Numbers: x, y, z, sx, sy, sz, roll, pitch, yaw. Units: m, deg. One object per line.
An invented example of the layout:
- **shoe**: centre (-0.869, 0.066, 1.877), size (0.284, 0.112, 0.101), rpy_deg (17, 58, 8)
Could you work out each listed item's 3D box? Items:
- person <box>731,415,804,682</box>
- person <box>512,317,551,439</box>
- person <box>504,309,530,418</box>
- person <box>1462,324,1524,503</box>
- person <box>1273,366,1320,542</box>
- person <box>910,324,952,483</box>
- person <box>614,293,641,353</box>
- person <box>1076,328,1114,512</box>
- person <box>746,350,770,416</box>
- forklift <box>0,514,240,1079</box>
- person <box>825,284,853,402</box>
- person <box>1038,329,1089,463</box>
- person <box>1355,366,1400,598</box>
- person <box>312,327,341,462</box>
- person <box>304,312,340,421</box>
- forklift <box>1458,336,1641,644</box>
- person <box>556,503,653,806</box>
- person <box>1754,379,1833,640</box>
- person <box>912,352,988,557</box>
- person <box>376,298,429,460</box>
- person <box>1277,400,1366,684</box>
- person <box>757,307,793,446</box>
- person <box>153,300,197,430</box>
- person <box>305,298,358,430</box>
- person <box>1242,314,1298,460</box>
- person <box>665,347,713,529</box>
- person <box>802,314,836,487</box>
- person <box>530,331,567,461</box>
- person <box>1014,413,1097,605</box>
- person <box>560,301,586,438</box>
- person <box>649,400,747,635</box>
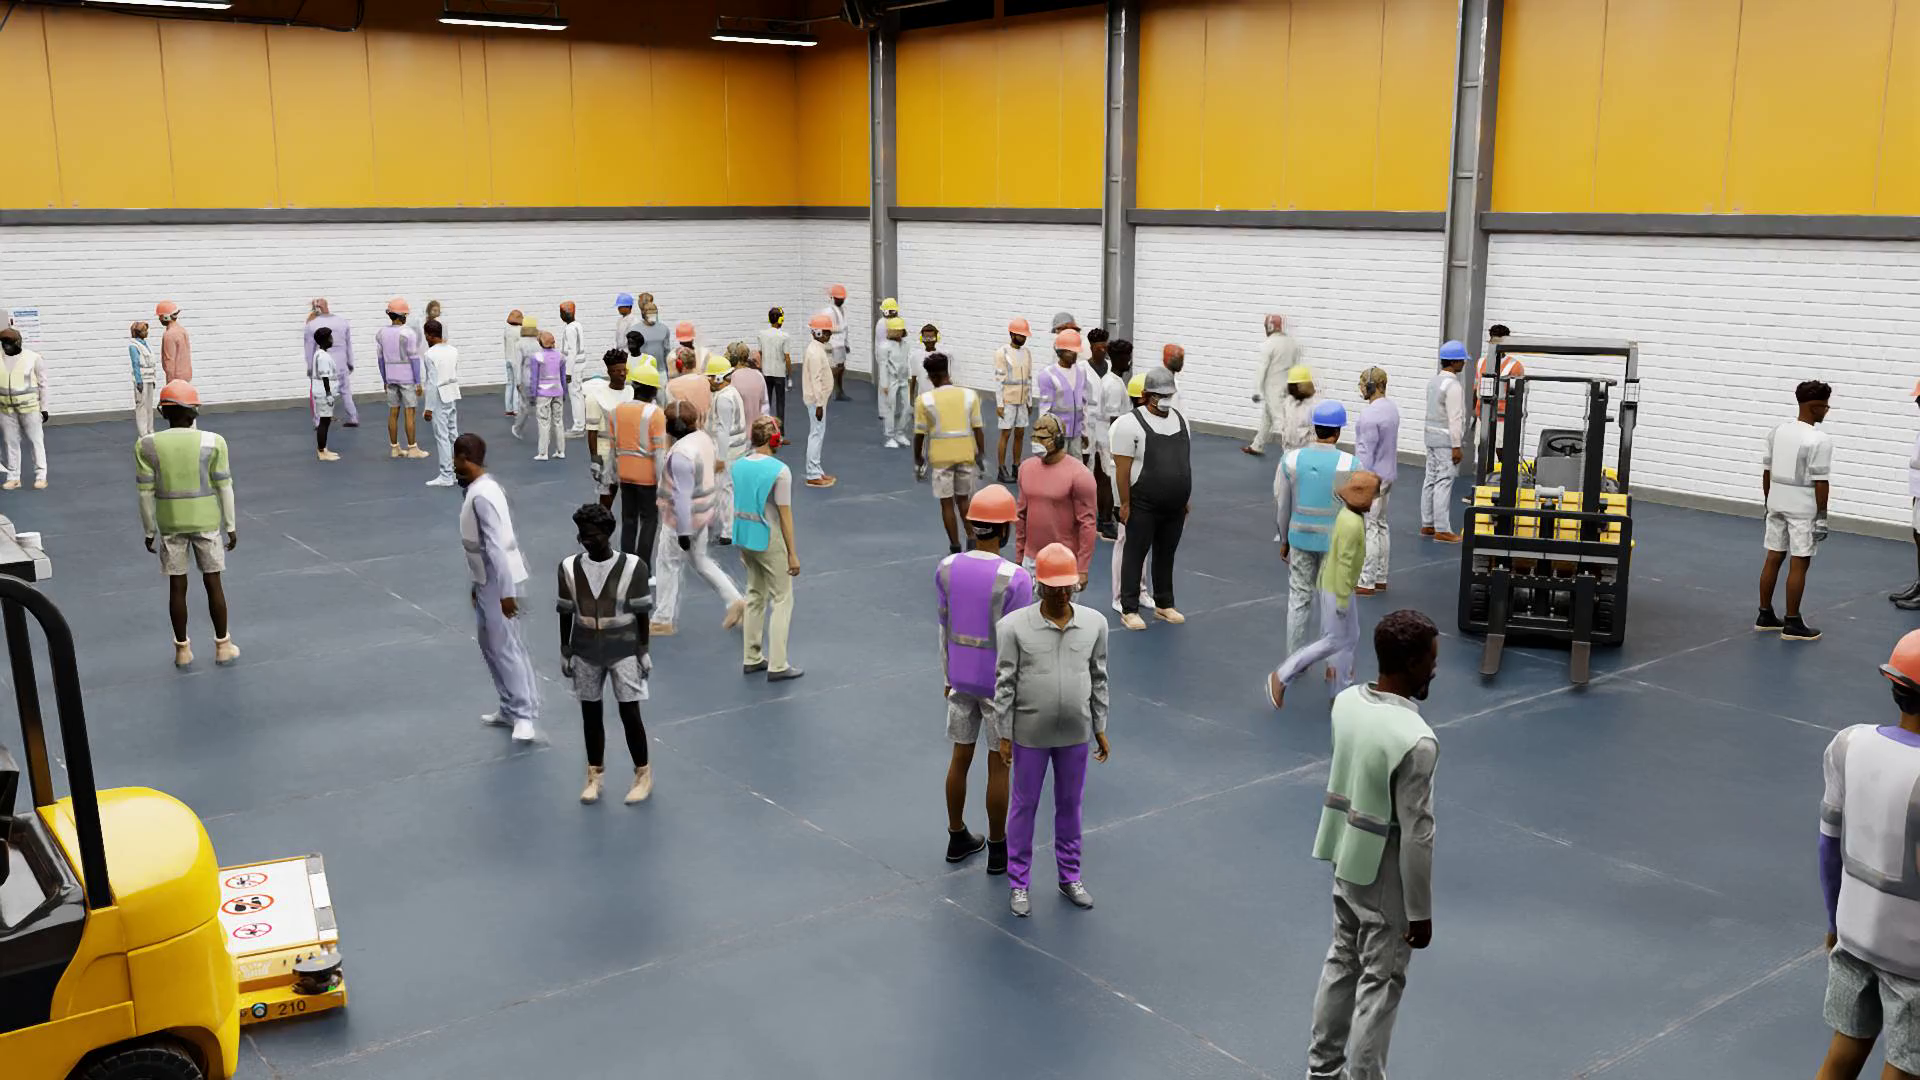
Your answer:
- **person**: centre (-1.358, 0.060, 11.455), size (0.389, 1.830, 0.584), rpy_deg (-11, 16, -44)
- **person**: centre (-5.825, -2.176, 22.591), size (0.505, 1.692, 0.894), rpy_deg (-7, 14, -31)
- **person**: centre (-6.714, -2.663, 25.129), size (0.512, 1.623, 0.321), rpy_deg (11, 16, 43)
- **person**: centre (5.736, -1.338, 17.876), size (0.365, 1.966, 0.608), rpy_deg (-8, 14, -33)
- **person**: centre (3.222, -0.793, 15.818), size (0.447, 1.727, 0.497), rpy_deg (-10, 15, -40)
- **person**: centre (-0.331, -1.587, 19.349), size (0.510, 1.861, 0.324), rpy_deg (0, 12, 0)
- **person**: centre (-4.772, -2.583, 23.969), size (0.409, 1.942, 0.609), rpy_deg (-8, 14, -35)
- **person**: centre (1.419, -1.242, 17.413), size (0.611, 1.964, 0.364), rpy_deg (-7, 13, -30)
- **person**: centre (-2.283, -1.304, 18.540), size (0.325, 1.629, 0.523), rpy_deg (-3, 12, -16)
- **forklift**: centre (-3.687, 1.115, 5.480), size (2.313, 2.155, 1.214), rpy_deg (-9, 15, -36)
- **person**: centre (-2.001, -3.176, 26.877), size (0.504, 1.916, 0.569), rpy_deg (4, 12, 18)
- **person**: centre (1.048, -1.064, 16.408), size (0.611, 2.032, 0.411), rpy_deg (-10, 15, -39)
- **person**: centre (3.434, -0.481, 13.844), size (0.381, 1.929, 0.636), rpy_deg (7, 14, 32)
- **person**: centre (-7.996, -1.837, 20.970), size (0.321, 1.693, 0.539), rpy_deg (-5, 13, -25)
- **person**: centre (-9.472, -2.560, 24.592), size (0.497, 1.632, 0.289), rpy_deg (7, 14, 31)
- **forklift**: centre (4.683, -0.471, 13.136), size (1.214, 2.155, 2.313), rpy_deg (4, 12, 20)
- **person**: centre (-1.942, 0.619, 9.116), size (0.538, 1.686, 0.320), rpy_deg (1, 12, 6)
- **person**: centre (6.311, -0.233, 12.545), size (0.363, 1.962, 0.612), rpy_deg (-3, 12, -15)
- **person**: centre (-0.102, -0.728, 15.029), size (0.642, 1.920, 0.537), rpy_deg (-4, 12, -18)
- **person**: centre (-7.059, -2.033, 21.047), size (0.607, 2.044, 0.379), rpy_deg (4, 12, 20)
- **person**: centre (2.480, 0.011, 11.405), size (0.612, 1.946, 0.405), rpy_deg (7, 14, 32)
- **person**: centre (-2.470, -2.177, 22.208), size (0.527, 1.857, 0.332), rpy_deg (5, 13, 21)
- **person**: centre (-10.152, -2.101, 21.535), size (0.413, 1.982, 0.623), rpy_deg (-1, 12, -6)
- **person**: centre (-9.010, -2.517, 23.788), size (0.684, 1.889, 0.403), rpy_deg (-11, 16, -42)
- **person**: centre (3.973, -1.926, 21.023), size (0.652, 1.846, 1.010), rpy_deg (-11, 16, -43)
- **person**: centre (-2.660, -0.987, 16.485), size (0.377, 1.841, 0.566), rpy_deg (11, 16, 42)
- **person**: centre (-1.608, -1.602, 19.124), size (0.398, 1.986, 0.607), rpy_deg (-1, 12, -4)
- **person**: centre (-5.190, -1.820, 21.026), size (0.313, 1.631, 0.523), rpy_deg (10, 15, 40)
- **person**: centre (0.600, 0.137, 10.822), size (0.635, 1.937, 0.353), rpy_deg (11, 16, 43)
- **person**: centre (-5.360, -2.358, 23.000), size (0.356, 1.887, 0.574), rpy_deg (-1, 12, -4)
- **person**: centre (-2.037, -0.166, 12.594), size (0.808, 1.809, 0.627), rpy_deg (2, 12, 11)
